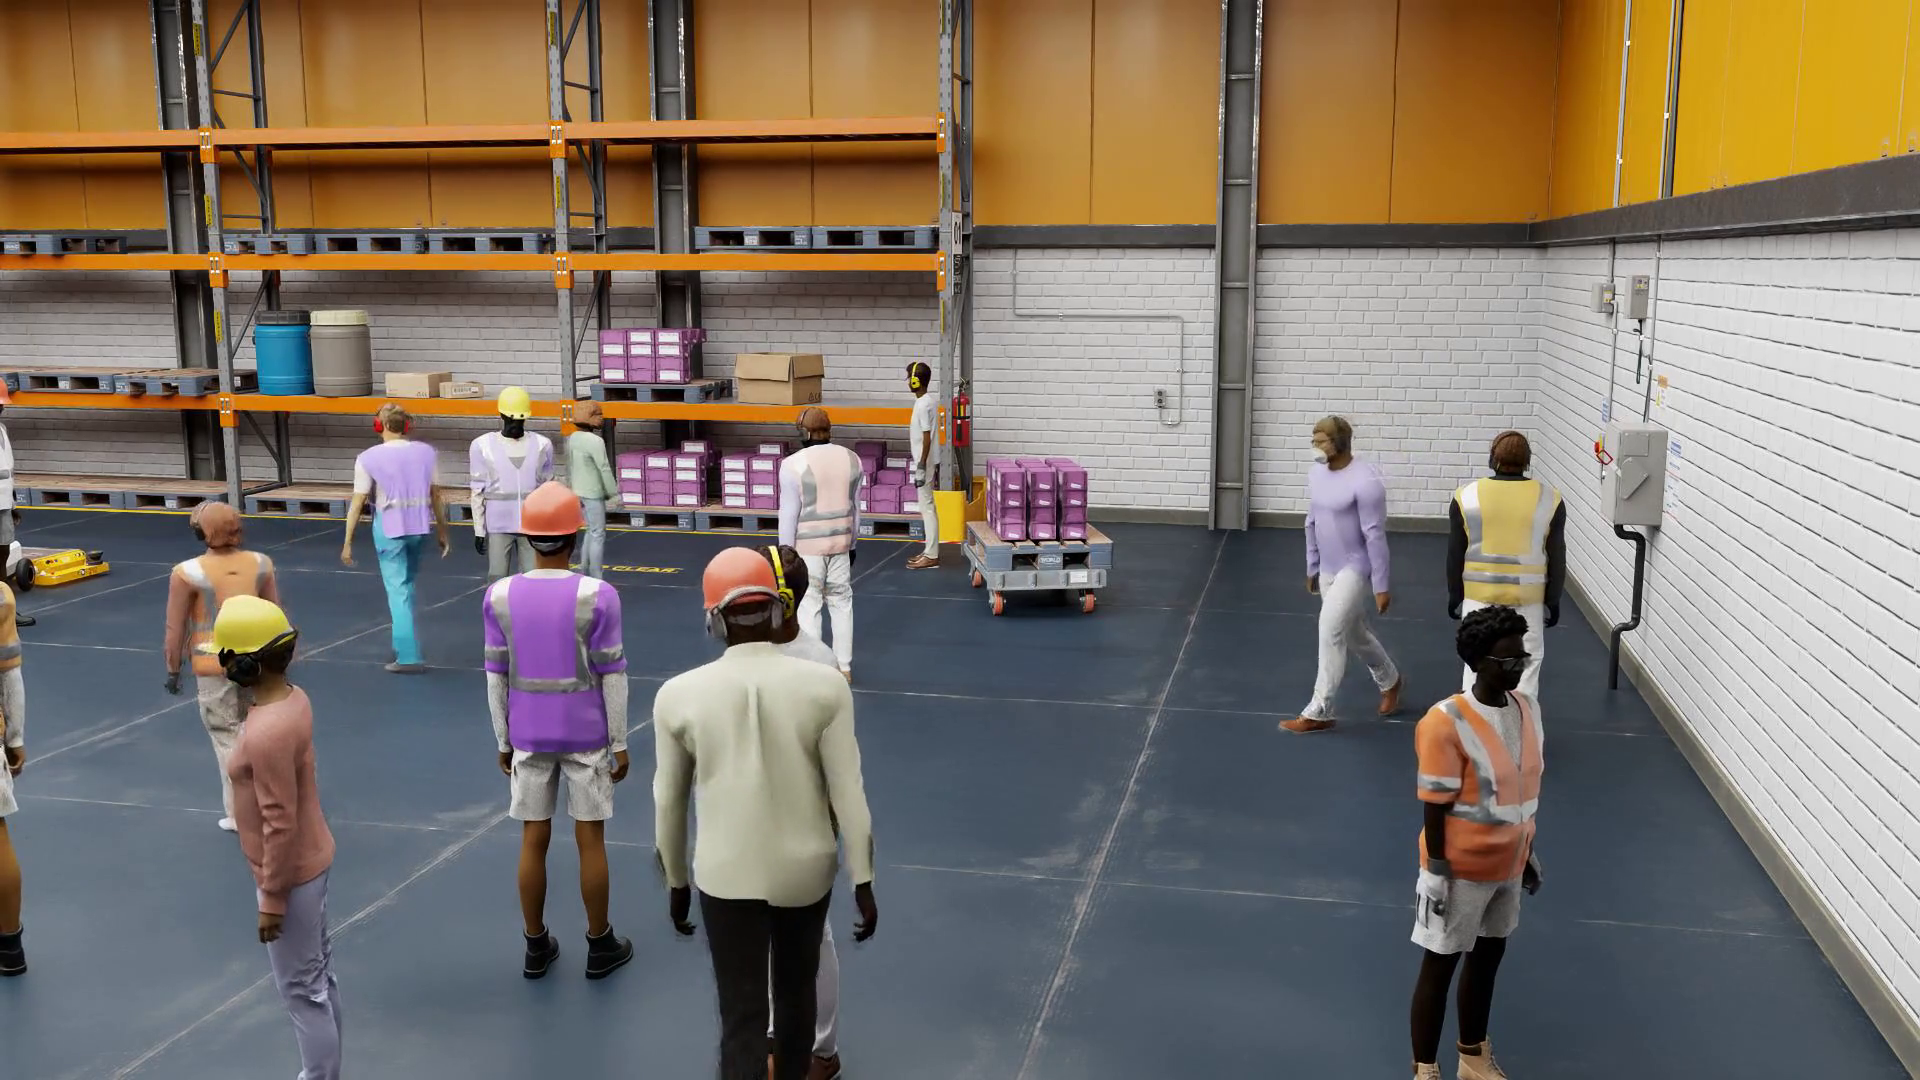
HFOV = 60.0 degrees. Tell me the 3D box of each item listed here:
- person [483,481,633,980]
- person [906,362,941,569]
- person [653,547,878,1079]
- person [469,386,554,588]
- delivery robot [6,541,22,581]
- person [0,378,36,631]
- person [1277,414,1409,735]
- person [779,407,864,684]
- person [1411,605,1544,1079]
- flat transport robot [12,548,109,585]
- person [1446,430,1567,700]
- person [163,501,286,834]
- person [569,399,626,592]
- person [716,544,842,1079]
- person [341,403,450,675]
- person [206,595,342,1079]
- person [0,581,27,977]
[{"bbox_3d":[-1.536,0.740,6.415,0.546,1.942,0.353,1,10,4],"label":"person"},{"bbox_3d":[-0.338,-0.668,14.993,0.327,1.863,0.514,1,10,5],"label":"person"},{"bbox_3d":[-0.578,0.999,4.970,0.655,1.927,1.037,-2,10,-9],"label":"person"},{"bbox_3d":[-3.062,-0.103,11.469,0.584,1.922,0.381,-5,11,-29],"label":"person"},{"bbox_3d":[-7.991,0.165,13.641,0.477,0.478,0.707,-2,10,-11],"label":"delivery robot"},{"bbox_3d":[-7.192,-0.264,12.402,0.373,1.928,0.543,0,10,-2],"label":"person"},{"bbox_3d":[2.350,0.191,9.855,0.966,1.894,0.670,-4,10,-22],"label":"person"},{"bbox_3d":[-0.924,0.059,10.761,0.623,1.839,0.429,-8,12,-39],"label":"person"},{"bbox_3d":[1.672,1.040,5.360,0.533,1.697,0.319,-6,12,-33],"label":"person"},{"bbox_3d":[-8.269,0.212,14.484,1.431,0.197,0.652,2,10,11],"label":"flat transport robot"},{"bbox_3d":[3.025,0.312,9.241,0.632,1.846,0.429,3,10,17],"label":"person"},{"bbox_3d":[-3.562,0.619,8.068,0.426,1.623,0.529,7,12,35],"label":"person"},{"bbox_3d":[-3.025,-0.351,13.816,0.358,1.632,0.520,-7,12,-36],"label":"person"},{"bbox_3d":[-0.582,0.931,5.525,0.334,1.864,0.521,-8,12,-39],"label":"person"},{"bbox_3d":[-3.834,-0.012,11.227,0.651,1.809,0.720,8,13,40],"label":"person"},{"bbox_3d":[-2.124,1.037,5.187,0.329,1.765,0.525,-3,10,-14],"label":"person"},{"bbox_3d":[-3.865,0.760,6.342,0.382,1.929,0.538,7,12,37],"label":"person"}]
